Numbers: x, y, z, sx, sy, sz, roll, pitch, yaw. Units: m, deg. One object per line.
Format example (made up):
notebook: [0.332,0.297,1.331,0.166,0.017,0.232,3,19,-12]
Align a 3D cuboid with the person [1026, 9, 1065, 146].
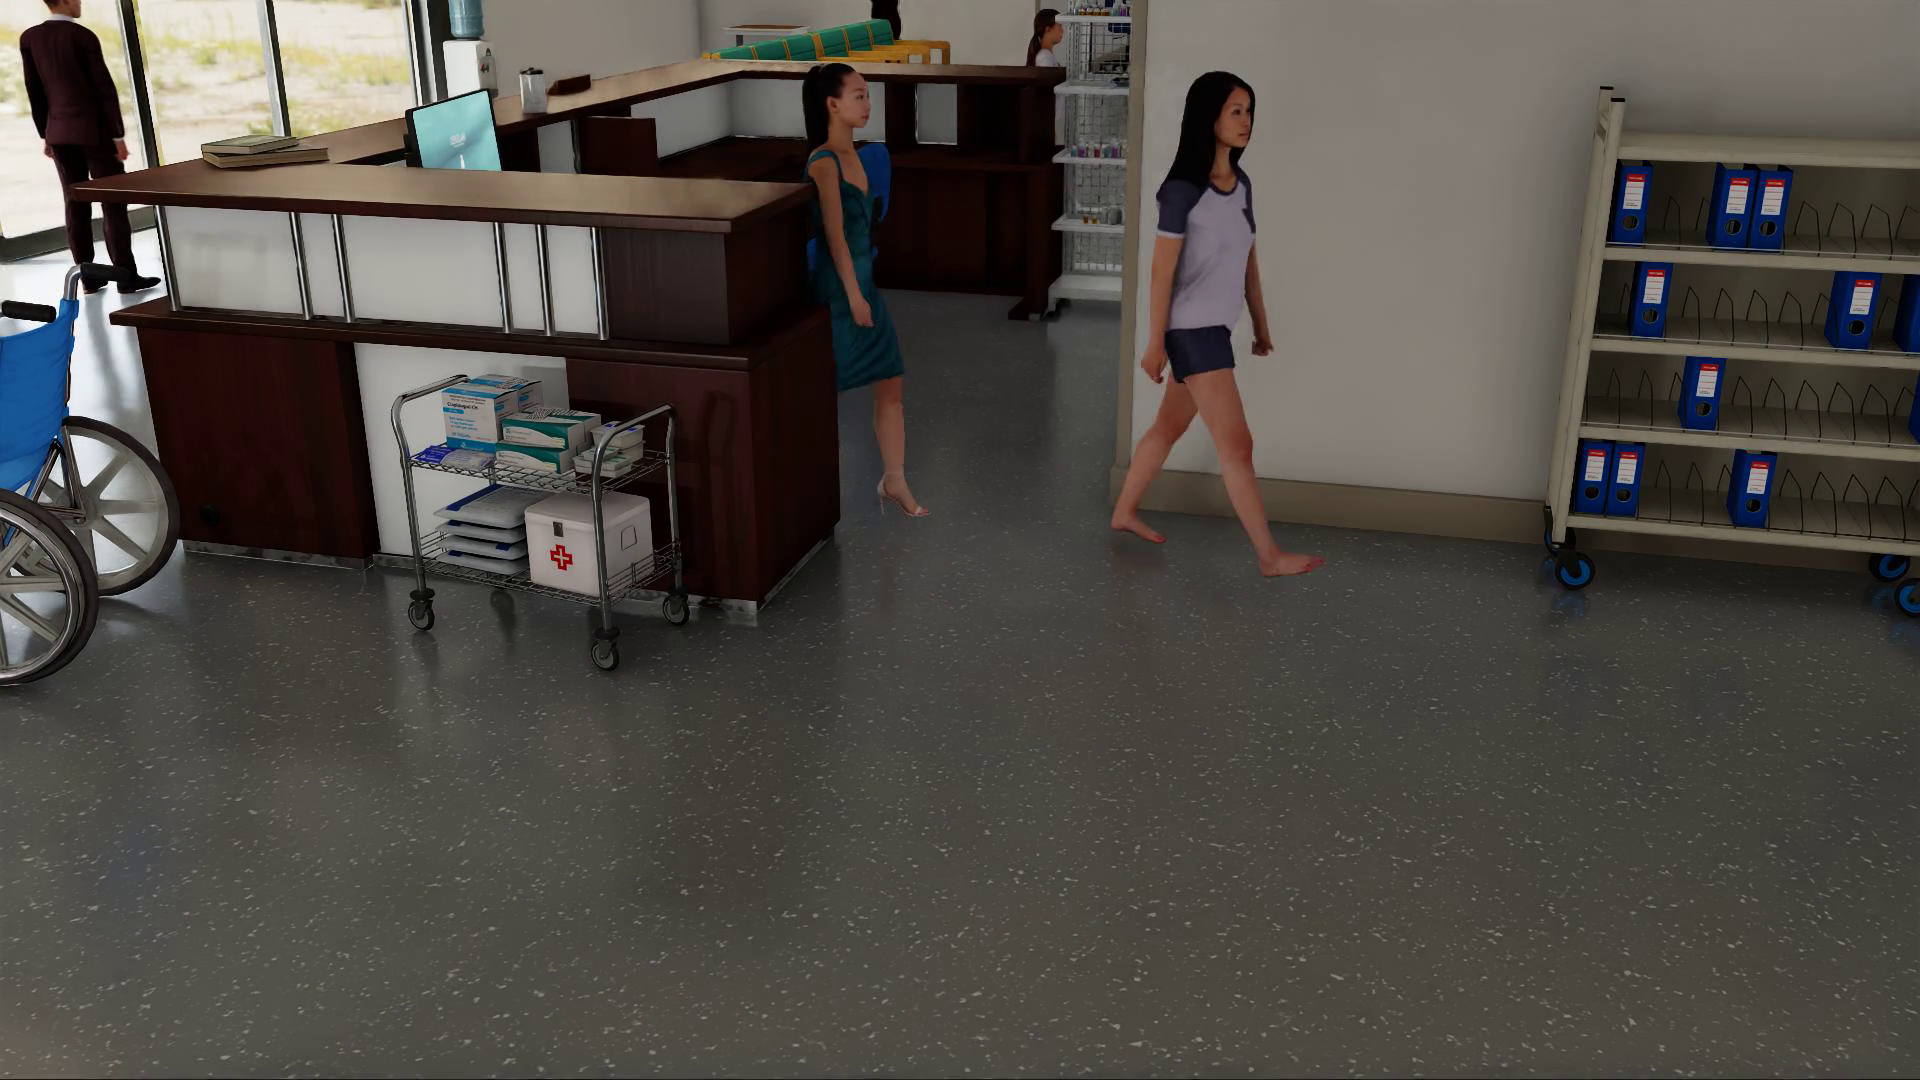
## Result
person: [0.571,-2.921,11.667,0.606,1.561,0.592,-2,21,-4]

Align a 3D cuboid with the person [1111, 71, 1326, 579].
person: [0.760,-0.705,5.680,1.183,1.657,0.898,15,26,35]

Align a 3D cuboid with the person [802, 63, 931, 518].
person: [-0.516,-0.847,6.063,1.016,1.651,0.598,8,22,20]

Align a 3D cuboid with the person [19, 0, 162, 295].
person: [-5.205,-2.400,9.864,0.592,1.862,0.772,2,21,5]
